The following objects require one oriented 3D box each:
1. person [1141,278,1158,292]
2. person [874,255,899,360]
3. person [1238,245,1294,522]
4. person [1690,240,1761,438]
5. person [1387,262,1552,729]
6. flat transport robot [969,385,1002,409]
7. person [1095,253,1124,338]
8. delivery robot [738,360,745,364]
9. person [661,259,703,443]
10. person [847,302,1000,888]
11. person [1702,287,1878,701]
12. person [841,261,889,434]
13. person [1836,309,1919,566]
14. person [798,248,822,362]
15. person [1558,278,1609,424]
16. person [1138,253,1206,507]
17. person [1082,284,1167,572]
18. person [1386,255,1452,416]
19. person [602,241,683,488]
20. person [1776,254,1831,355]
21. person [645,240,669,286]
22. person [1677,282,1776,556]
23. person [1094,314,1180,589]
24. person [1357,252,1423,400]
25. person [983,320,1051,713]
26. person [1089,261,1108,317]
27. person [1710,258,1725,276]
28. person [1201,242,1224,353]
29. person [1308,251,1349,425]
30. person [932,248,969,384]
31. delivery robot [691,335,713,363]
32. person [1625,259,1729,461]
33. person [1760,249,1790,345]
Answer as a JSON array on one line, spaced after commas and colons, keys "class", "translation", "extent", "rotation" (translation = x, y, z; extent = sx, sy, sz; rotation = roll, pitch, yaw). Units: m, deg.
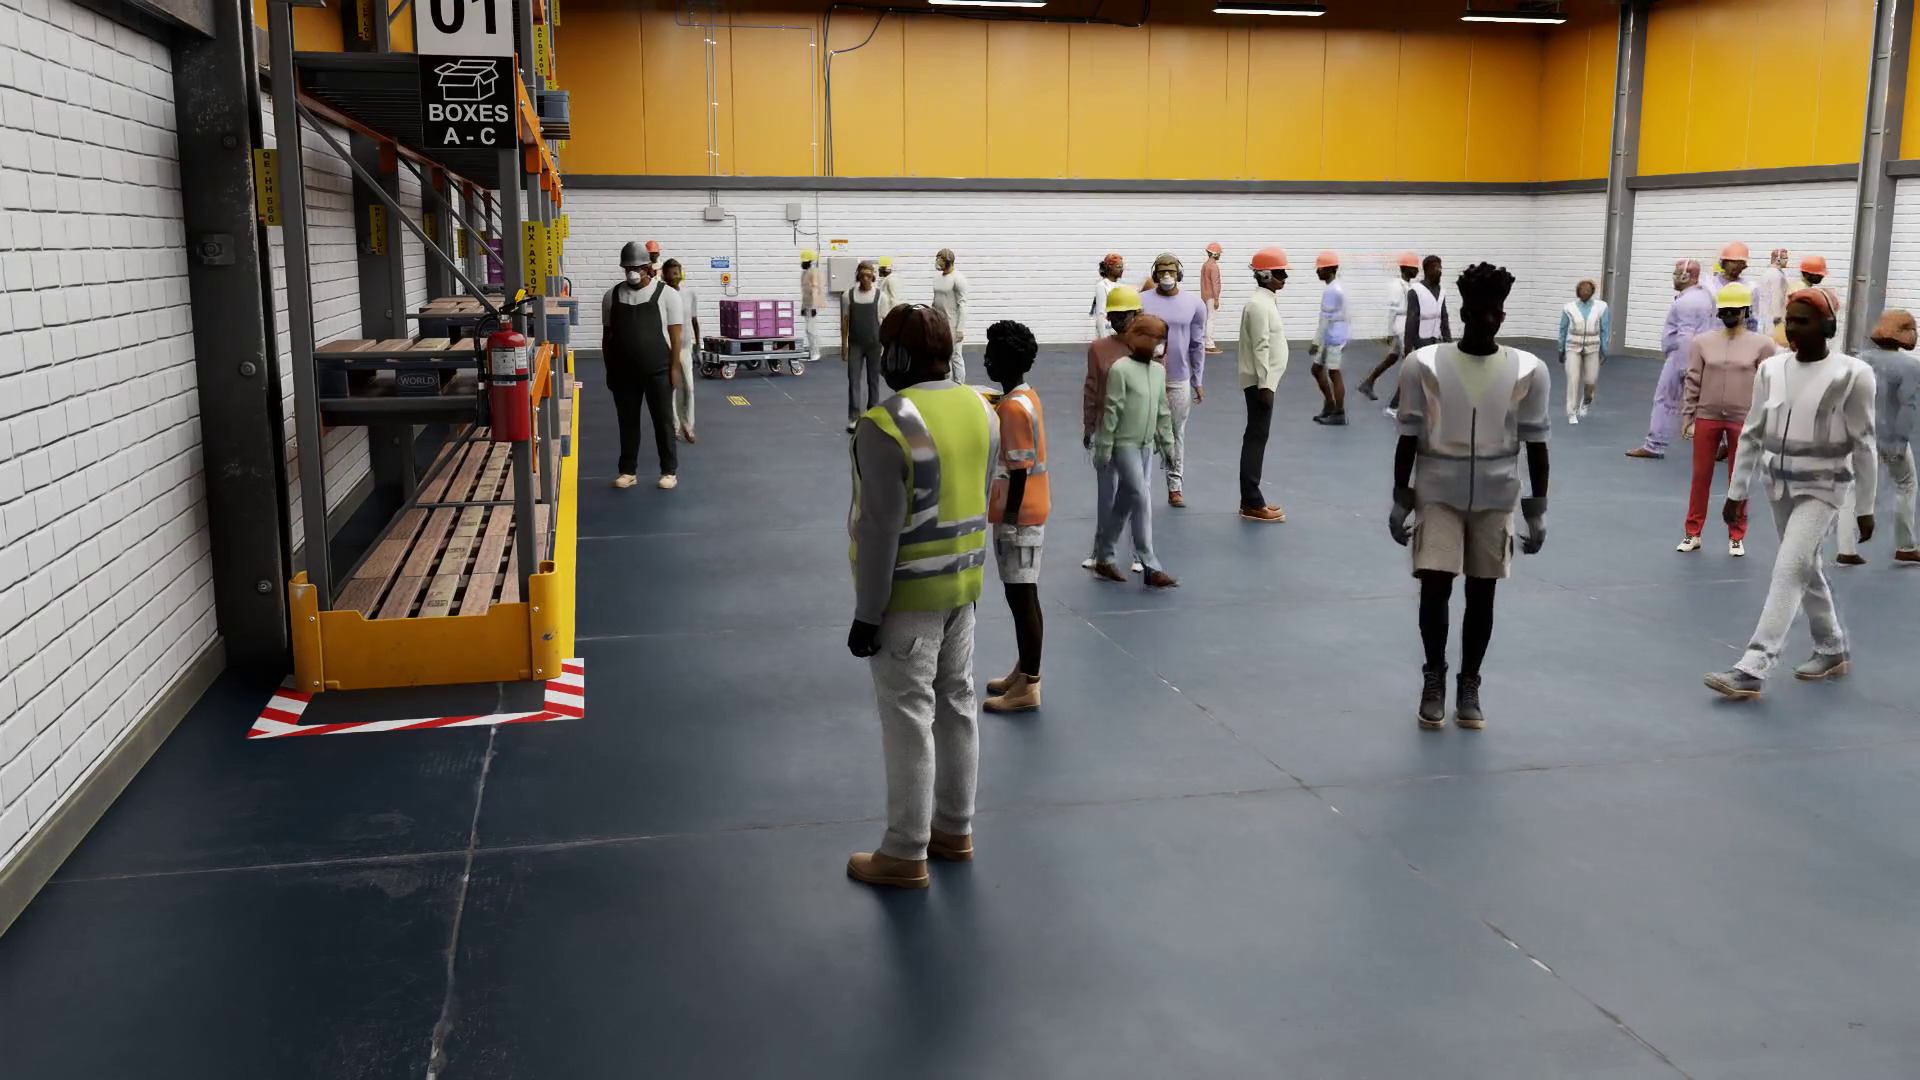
[{"class": "person", "translation": [2.165, -2.260, 19.462], "extent": [0.467, 1.589, 0.532], "rotation": [8, 13, 38]}, {"class": "person", "translation": [-1.082, -3.641, 26.553], "extent": [0.768, 1.797, 0.614], "rotation": [-3, 11, -16]}, {"class": "person", "translation": [2.217, -1.138, 12.136], "extent": [0.378, 1.996, 0.611], "rotation": [2, 10, 9]}, {"class": "person", "translation": [7.473, -1.904, 16.274], "extent": [0.625, 2.032, 0.551], "rotation": [1, 10, 4]}, {"class": "person", "translation": [2.100, -0.160, 6.849], "extent": [0.635, 1.943, 0.539], "rotation": [2, 10, 9]}, {"class": "flat transport robot", "translation": [0.080, -1.743, 20.269], "extent": [0.652, 0.197, 1.431], "rotation": [-2, 11, -12]}, {"class": "person", "translation": [1.720, -2.308, 18.927], "extent": [0.340, 1.882, 0.586], "rotation": [5, 11, 27]}, {"class": "delivery robot", "translation": [-3.265, -3.026, 26.330], "extent": [0.477, 0.478, 0.707], "rotation": [8, 13, 39]}, {"class": "person", "translation": [-2.848, -1.888, 16.722], "extent": [0.558, 1.833, 0.812], "rotation": [-3, 11, -15]}, {"class": "person", "translation": [-0.142, 0.176, 5.285], "extent": [0.429, 1.844, 0.625], "rotation": [7, 12, 34]}, {"class": "person", "translation": [3.770, -0.213, 7.481], "extent": [1.006, 1.827, 0.603], "rotation": [-4, 11, -23]}, {"class": "person", "translation": [-1.003, -2.015, 17.539], "extent": [0.517, 1.801, 0.907], "rotation": [0, 10, 2]}, {"class": "person", "translation": [5.817, -0.630, 10.408], "extent": [0.701, 1.607, 0.504], "rotation": [-5, 11, -24]}, {"class": "person", "translation": [-2.515, -3.923, 27.878], "extent": [0.468, 1.901, 0.713], "rotation": [-4, 11, -22]}, {"class": "person", "translation": [6.933, -2.114, 18.542], "extent": [0.537, 1.624, 0.514], "rotation": [3, 11, 14]}, {"class": "person", "translation": [1.558, -1.212, 12.704], "extent": [0.627, 1.941, 0.373], "rotation": [0, 10, 1]}, {"class": "person", "translation": [1.000, -0.680, 10.237], "extent": [0.533, 1.767, 0.327], "rotation": [5, 11, 26]}, {"class": "person", "translation": [5.231, -2.257, 18.713], "extent": [0.620, 1.877, 0.995], "rotation": [-9, 14, -41]}, {"class": "person", "translation": [-2.624, -1.431, 13.635], "extent": [0.677, 2.000, 0.535], "rotation": [1, 10, 5]}, {"class": "person", "translation": [9.084, -2.135, 17.958], "extent": [0.793, 1.883, 0.585], "rotation": [6, 12, 29]}, {"class": "person", "translation": [-5.130, -3.994, 27.888], "extent": [0.611, 2.030, 0.416], "rotation": [-7, 12, -33]}, {"class": "person", "translation": [4.951, -0.774, 10.759], "extent": [0.534, 1.767, 0.320], "rotation": [6, 12, 31]}, {"class": "person", "translation": [1.101, -0.513, 9.738], "extent": [0.783, 1.595, 0.517], "rotation": [9, 13, 40]}, {"class": "person", "translation": [5.496, -2.673, 20.962], "extent": [0.961, 1.895, 0.546], "rotation": [5, 12, 27]}, {"class": "person", "translation": [0.233, -0.100, 7.211], "extent": [0.317, 1.695, 0.540], "rotation": [1, 10, 6]}, {"class": "person", "translation": [2.419, -3.922, 28.444], "extent": [0.576, 1.679, 0.540], "rotation": [-4, 11, -21]}, {"class": "person", "translation": [9.754, -2.679, 21.183], "extent": [0.604, 1.810, 0.614], "rotation": [-6, 12, -29]}, {"class": "person", "translation": [4.551, -4.367, 30.037], "extent": [0.398, 1.990, 0.622], "rotation": [-2, 10, -13]}, {"class": "person", "translation": [4.052, -2.212, 18.304], "extent": [0.521, 1.912, 0.537], "rotation": [3, 11, 15]}, {"class": "person", "translation": [-0.141, -2.606, 20.438], "extent": [0.377, 1.936, 0.628], "rotation": [-7, 12, -34]}, {"class": "delivery robot", "translation": [-3.898, -2.958, 25.953], "extent": [0.707, 0.478, 0.477], "rotation": [-5, 11, -24]}, {"class": "person", "translation": [6.764, -1.656, 15.364], "extent": [0.940, 1.875, 0.657], "rotation": [8, 13, 38]}, {"class": "person", "translation": [12.144, -3.378, 24.797], "extent": [0.407, 1.906, 0.655], "rotation": [2, 11, 13]}]
